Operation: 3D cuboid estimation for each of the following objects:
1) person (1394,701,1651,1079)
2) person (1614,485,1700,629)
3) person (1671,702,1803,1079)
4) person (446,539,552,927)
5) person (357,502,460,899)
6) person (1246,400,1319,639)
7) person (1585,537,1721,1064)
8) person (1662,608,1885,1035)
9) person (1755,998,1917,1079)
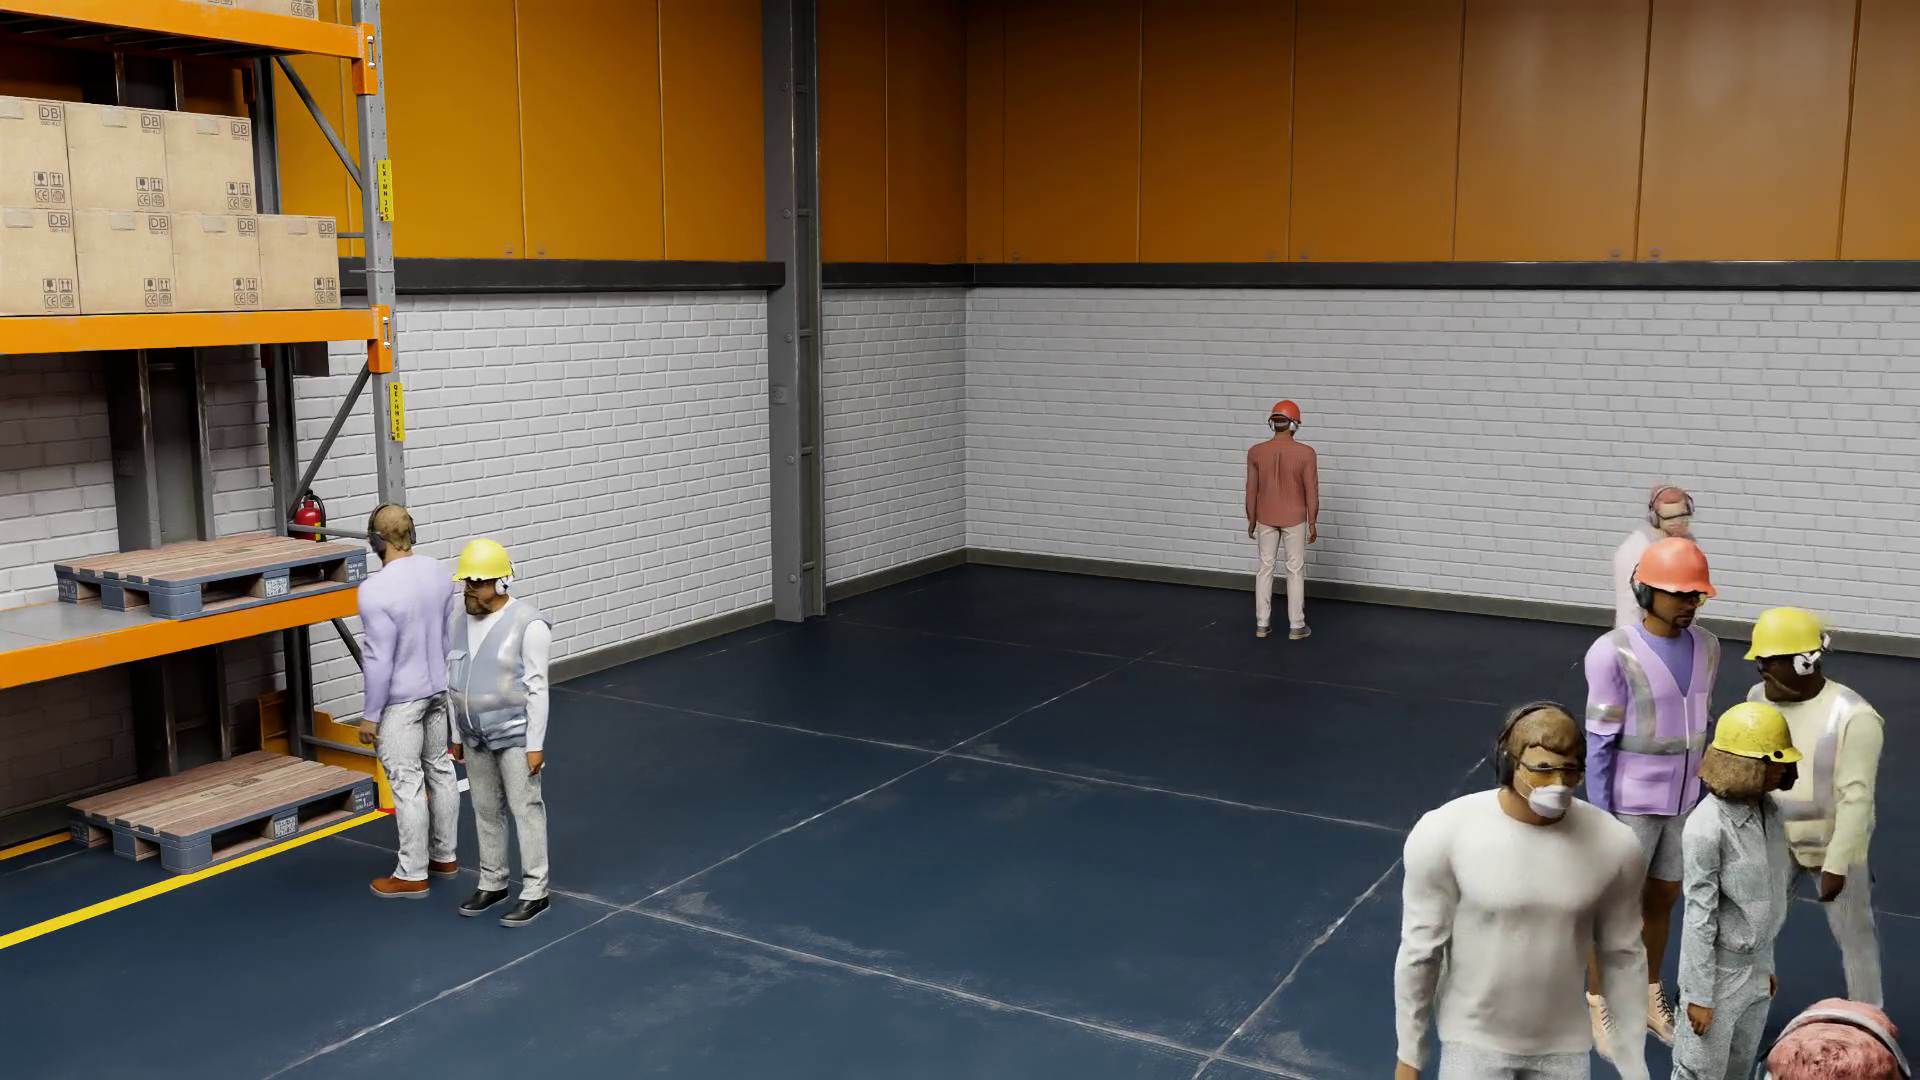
[{"bbox_3d":[1.498,1.376,4.384,0.658,1.936,0.526,0,9,-3],"label":"person"},{"bbox_3d":[3.916,0.598,9.435,0.665,1.868,0.518,-4,10,-26],"label":"person"},{"bbox_3d":[2.394,1.347,5.138,0.493,1.743,0.295,-8,12,-39],"label":"person"},{"bbox_3d":[-2.163,0.891,7.757,0.585,1.824,0.405,4,10,26],"label":"person"},{"bbox_3d":[-2.694,0.778,8.102,0.371,1.935,0.627,3,10,19],"label":"person"},{"bbox_3d":[2.681,-0.166,13.829,0.611,1.985,0.393,4,10,25],"label":"person"},{"bbox_3d":[2.680,0.995,6.406,0.615,2.041,0.376,-4,10,-23],"label":"person"},{"bbox_3d":[3.185,1.142,6.358,0.789,1.770,0.614,-4,10,-24],"label":"person"},{"bbox_3d":[1.357,1.666,2.686,0.637,1.899,0.395,7,12,39],"label":"person"}]
